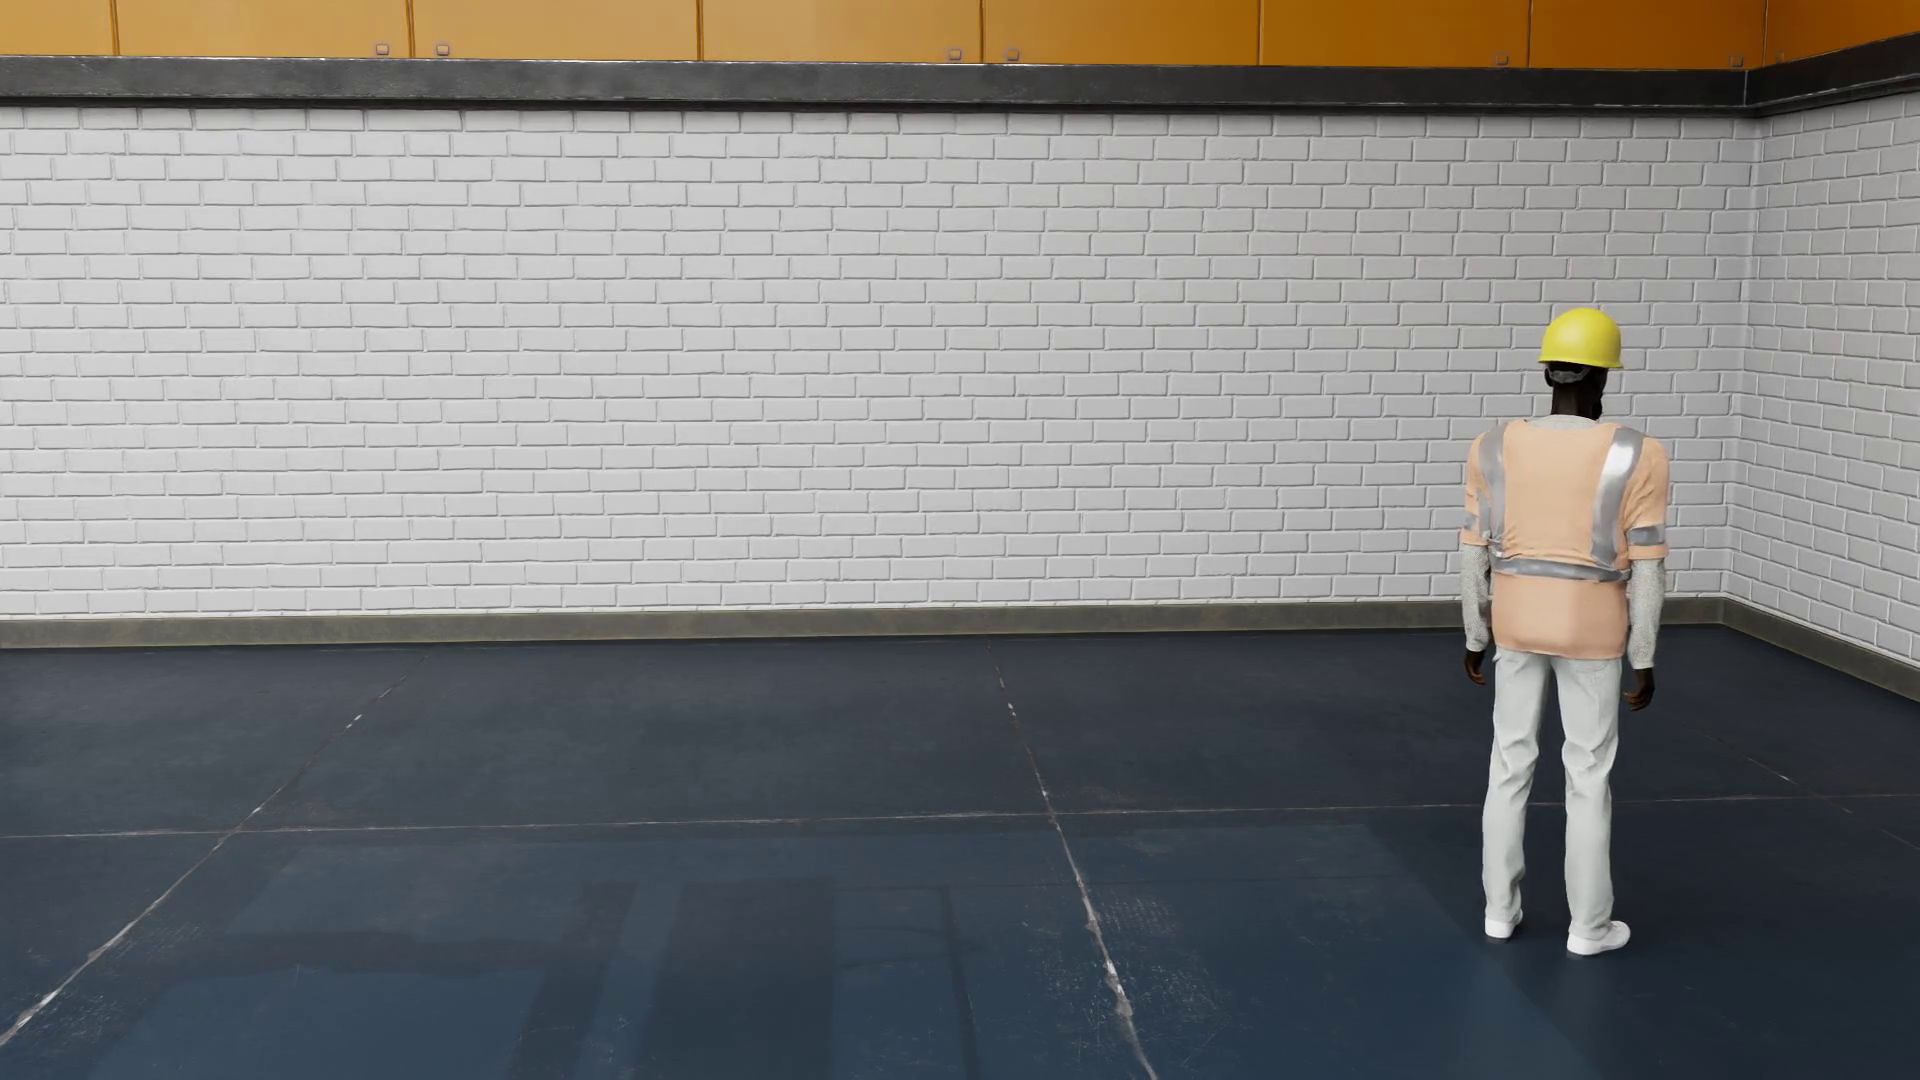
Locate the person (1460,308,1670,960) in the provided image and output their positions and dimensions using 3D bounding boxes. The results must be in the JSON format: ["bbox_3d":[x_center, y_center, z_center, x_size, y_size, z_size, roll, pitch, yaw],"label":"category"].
[{"bbox_3d":[1.791,0.278,4.971,0.590,1.926,0.388,7,11,36],"label":"person"}]
